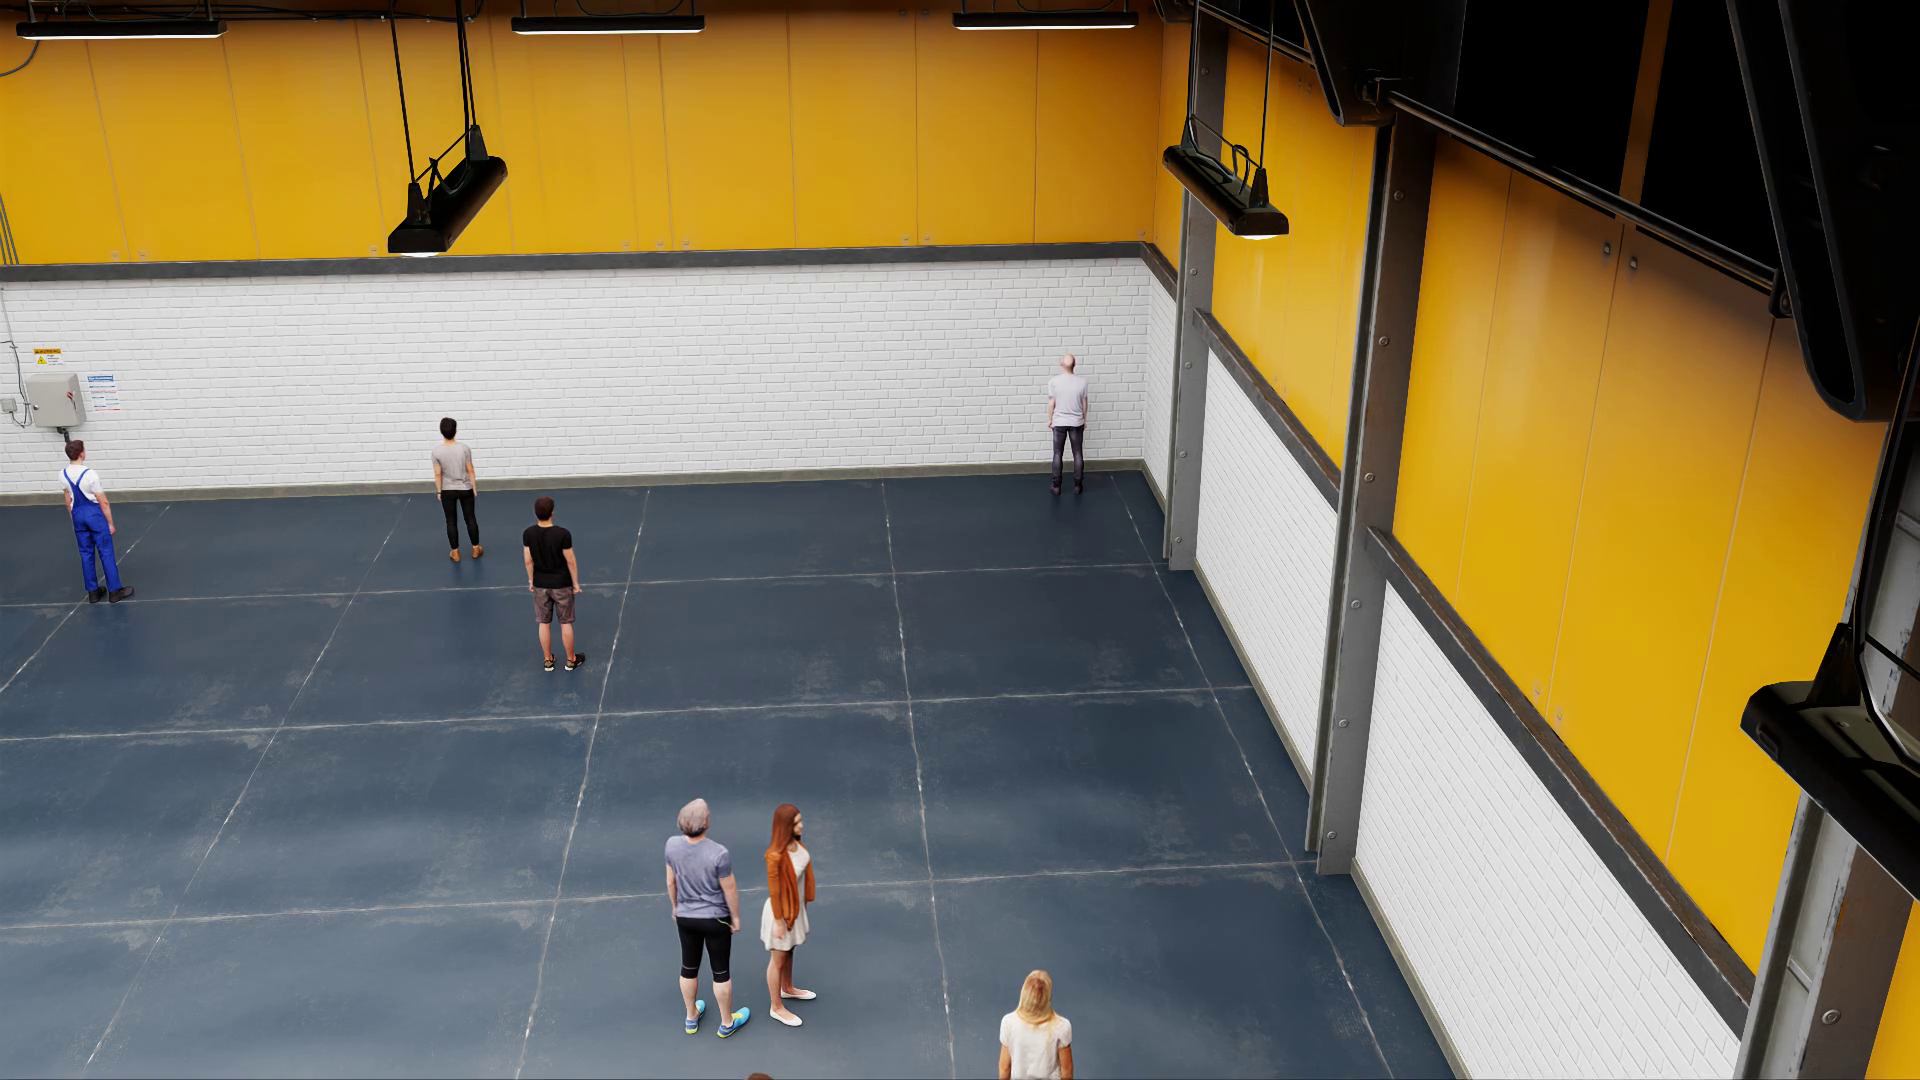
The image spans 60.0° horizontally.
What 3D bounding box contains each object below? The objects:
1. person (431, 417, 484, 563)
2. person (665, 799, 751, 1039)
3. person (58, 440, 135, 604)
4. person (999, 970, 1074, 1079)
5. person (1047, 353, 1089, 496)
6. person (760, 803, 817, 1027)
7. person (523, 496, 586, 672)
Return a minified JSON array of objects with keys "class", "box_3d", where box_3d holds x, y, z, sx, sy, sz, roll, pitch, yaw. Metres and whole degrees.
[{"class":"person","box_3d":[-5.778,-0.591,19.077,0.653,1.724,0.602,-7,25,-17]},{"class":"person","box_3d":[-1.778,2.617,11.534,0.744,1.888,0.709,7,24,15]},{"class":"person","box_3d":[-9.439,-0.206,18.038,0.656,1.851,0.609,2,24,3]},{"class":"person","box_3d":[0.447,3.344,9.970,0.644,1.808,0.557,2,24,6]},{"class":"person","box_3d":[1.353,-1.464,20.940,0.664,1.831,0.588,0,24,-1]},{"class":"person","box_3d":[-1.241,2.604,11.770,0.755,1.722,0.636,7,25,16]},{"class":"person","box_3d":[-4.069,0.432,16.564,0.692,1.862,0.612,1,24,1]}]
